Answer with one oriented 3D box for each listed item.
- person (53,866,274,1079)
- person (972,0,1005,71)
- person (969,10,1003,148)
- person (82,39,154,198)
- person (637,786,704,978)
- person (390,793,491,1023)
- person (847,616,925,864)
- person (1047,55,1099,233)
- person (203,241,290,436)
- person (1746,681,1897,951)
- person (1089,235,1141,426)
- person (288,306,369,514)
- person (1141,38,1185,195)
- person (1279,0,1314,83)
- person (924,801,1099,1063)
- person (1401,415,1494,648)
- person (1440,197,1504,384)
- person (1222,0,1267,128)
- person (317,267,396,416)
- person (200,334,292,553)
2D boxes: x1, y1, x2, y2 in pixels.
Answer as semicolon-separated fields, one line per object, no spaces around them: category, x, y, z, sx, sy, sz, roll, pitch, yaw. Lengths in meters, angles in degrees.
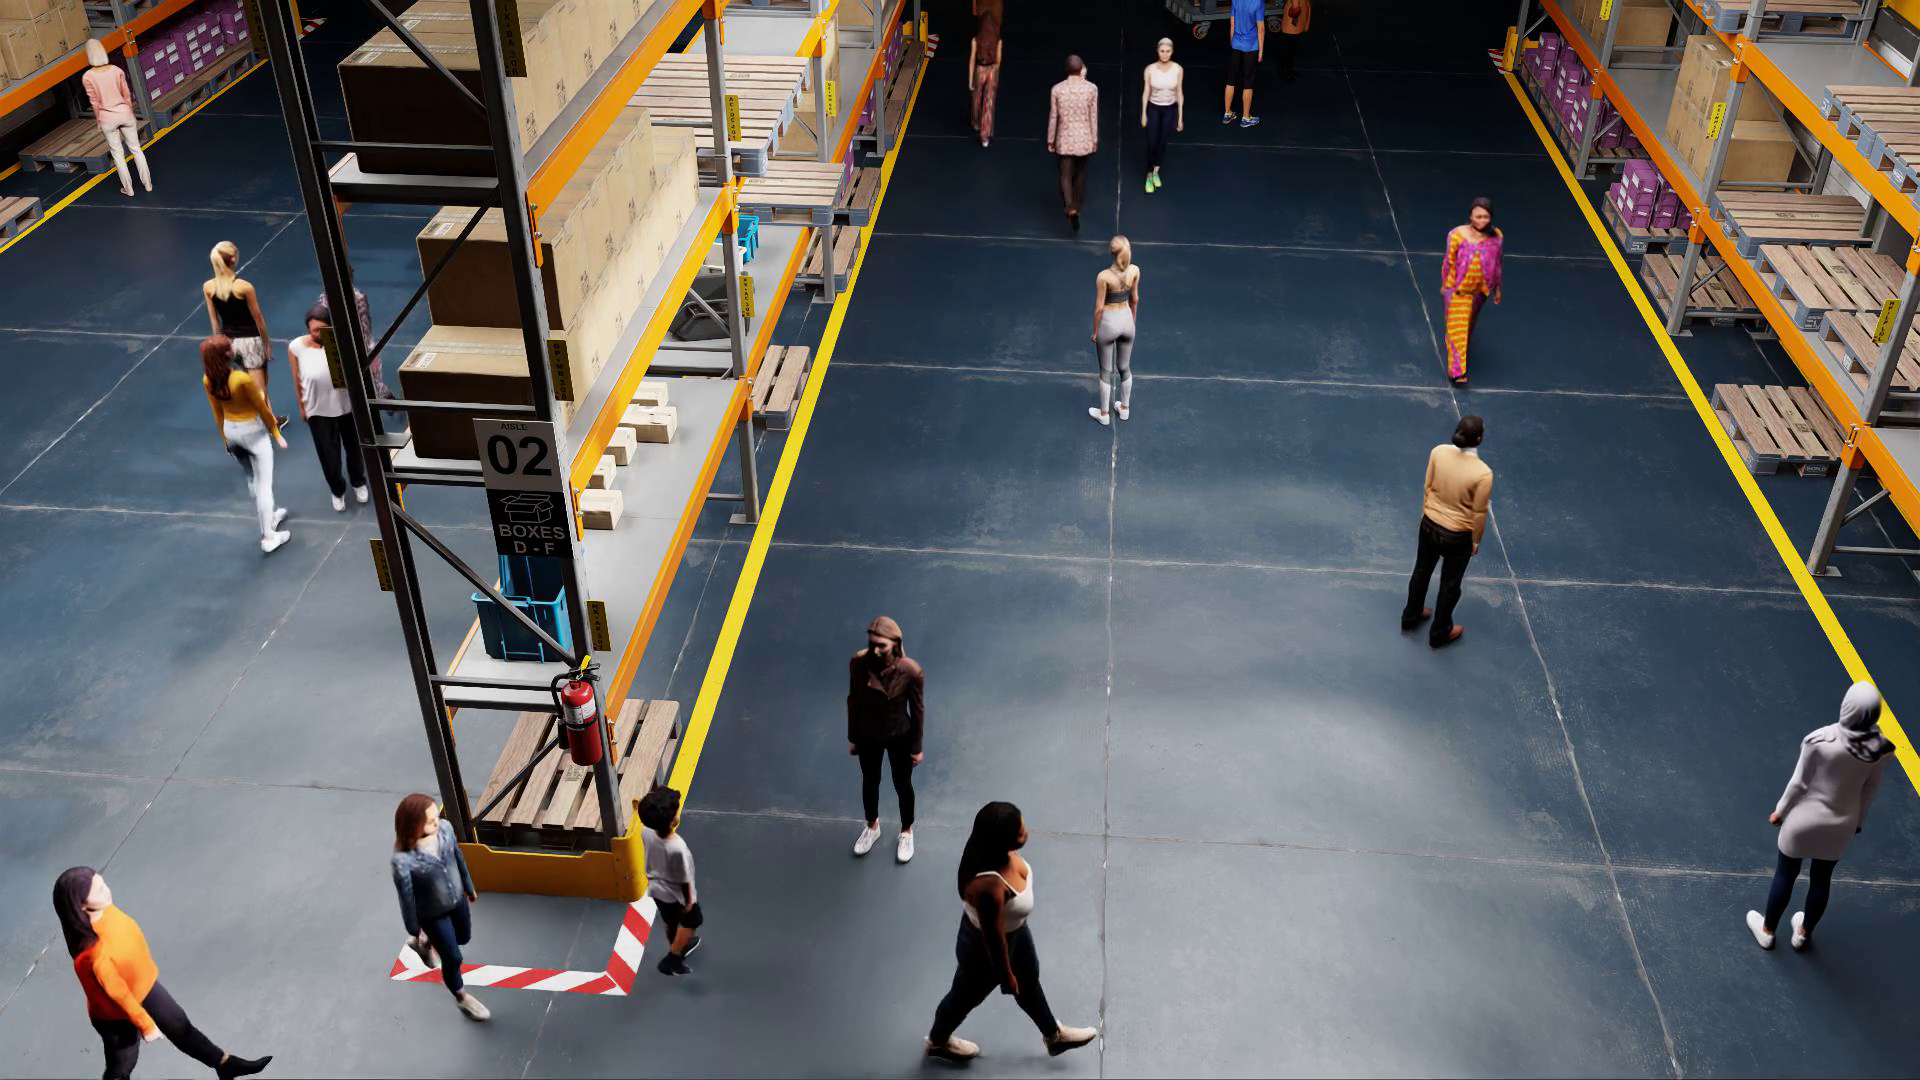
person;-4.082;2.242;7.933;0.970;1.718;1.057;-12;35;-17
person;0.365;-7.097;22.042;0.670;1.653;1.051;-2;34;-3
person;0.321;-5.421;19.637;0.651;1.525;1.037;-3;34;-5
person;-9.290;-4.649;18.294;0.672;1.725;0.732;-25;41;-32
person;-1.588;1.868;8.919;0.621;1.250;0.702;20;39;27
person;-2.774;1.876;8.713;0.807;1.463;0.849;18;38;25
person;-0.423;1.134;9.613;0.638;1.704;0.559;9;35;13
person;1.214;-4.135;17.481;0.876;1.769;1.178;-4;34;-7
person;-5.843;-1.524;13.512;0.592;1.814;1.147;4;34;5
person;4.650;1.509;8.984;0.624;1.775;0.547;5;34;7
person;1.310;-1.773;13.986;0.654;1.704;0.684;-13;36;-18
person;-4.876;-1.072;12.951;0.806;1.681;0.835;-14;36;-19
person;2.228;-4.767;18.507;0.682;1.686;0.817;-4;34;-6
person;4.379;-6.871;21.641;0.824;1.720;0.650;13;36;19
person;0.051;1.998;8.256;0.760;1.768;1.065;5;34;7
person;3.337;-0.076;11.389;0.799;1.753;0.747;-27;42;-34
person;4.536;-2.303;14.809;0.765;1.676;1.182;-1;34;-2
person;3.442;-5.960;20.137;0.704;1.869;0.730;24;40;31
person;-4.911;-1.532;13.634;0.620;1.692;1.063;0;34;0
person;-5.310;-0.721;12.366;0.648;1.746;0.807;7;34;11
